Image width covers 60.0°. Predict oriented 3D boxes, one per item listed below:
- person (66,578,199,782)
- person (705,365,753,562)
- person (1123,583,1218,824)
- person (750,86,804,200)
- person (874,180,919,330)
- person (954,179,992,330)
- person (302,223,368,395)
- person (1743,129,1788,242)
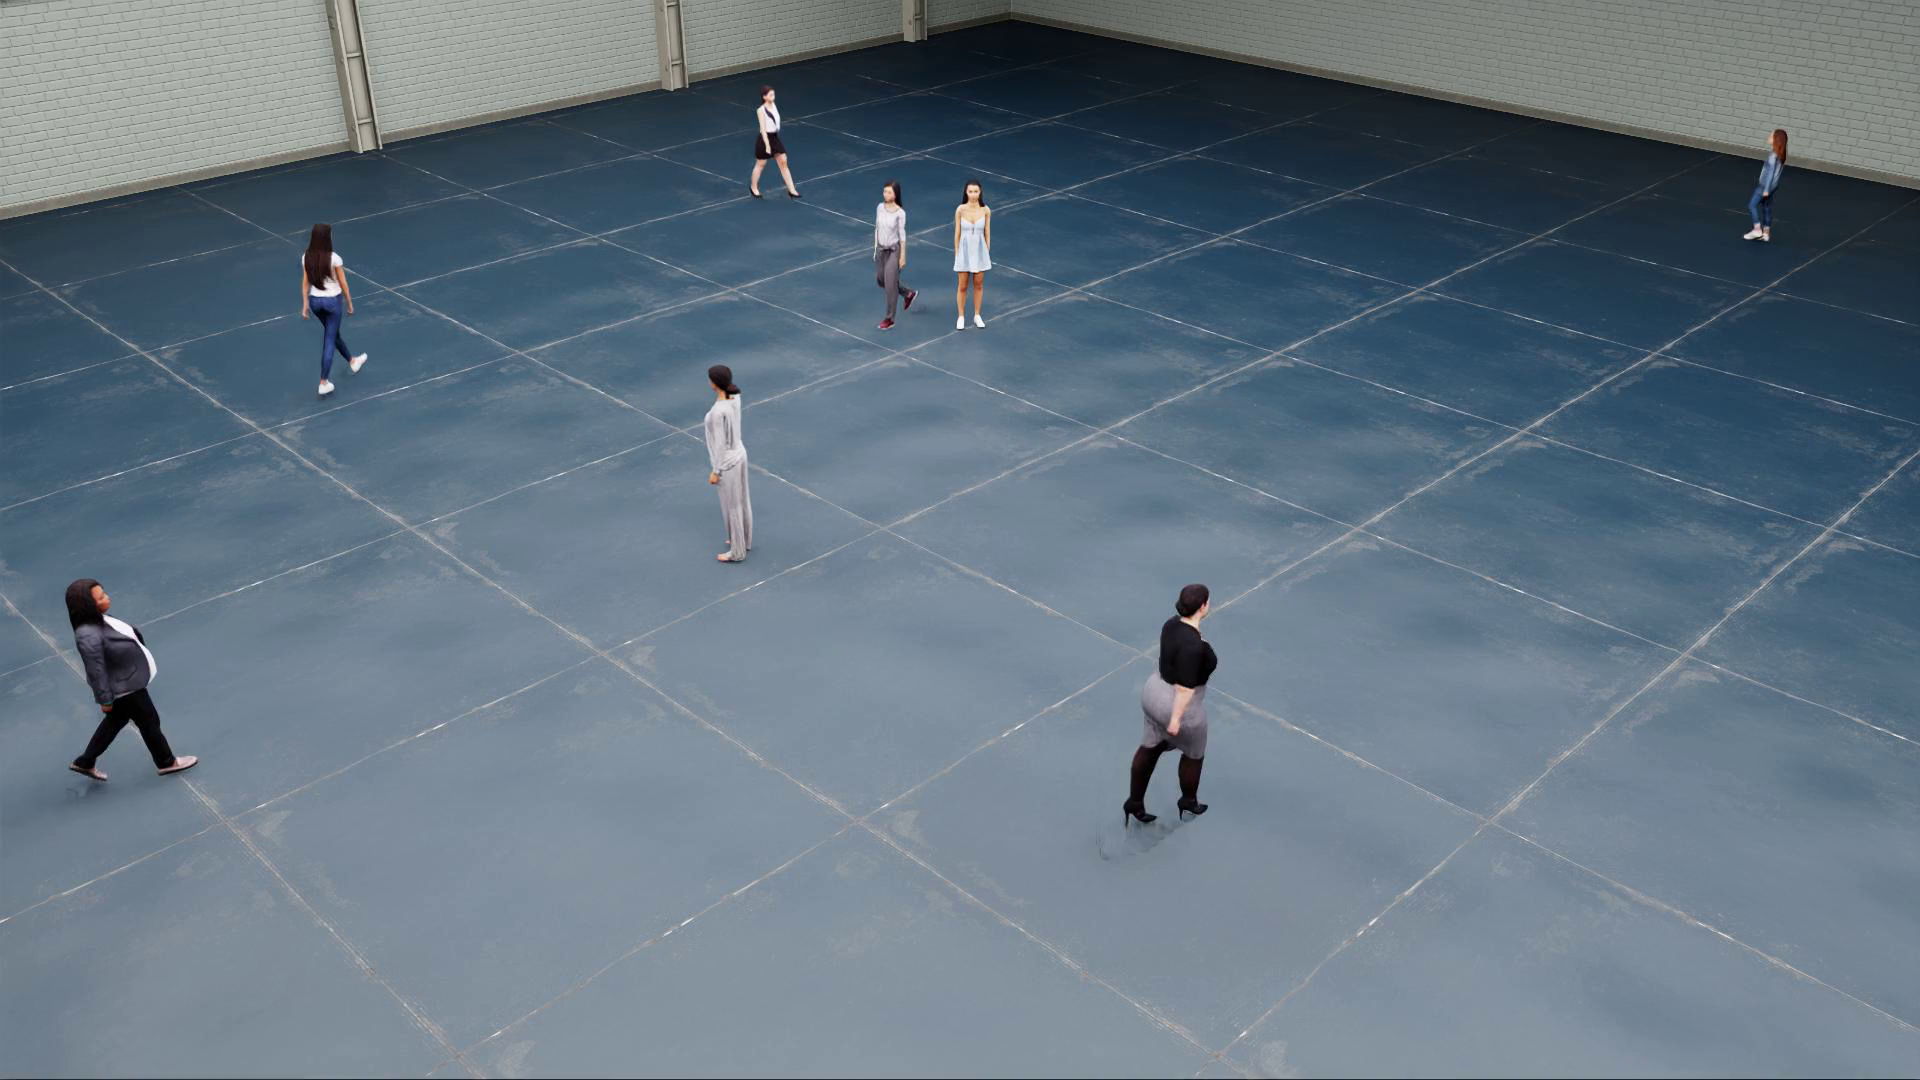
[{"bbox_3d":[-5.765,0.973,11.201,1.064,1.573,0.793,-17,33,-29],"label":"person"},{"bbox_3d":[-1.935,-0.657,14.048,0.733,1.774,0.625,8,29,15],"label":"person"},{"bbox_3d":[1.310,1.130,10.767,0.965,1.705,0.873,-5,28,-9],"label":"person"},{"bbox_3d":[-2.767,-5.556,23.435,0.835,1.598,1.088,15,32,26],"label":"person"},{"bbox_3d":[-0.736,-3.293,19.058,0.612,1.717,0.893,24,36,37],"label":"person"},{"bbox_3d":[0.138,-3.277,19.015,0.646,1.729,0.733,-4,28,-7],"label":"person"},{"bbox_3d":[-6.638,-2.368,17.313,0.984,1.725,1.217,7,29,12],"label":"person"},{"bbox_3d":[10.694,-4.638,21.848,0.646,1.468,0.520,20,34,33],"label":"person"}]
